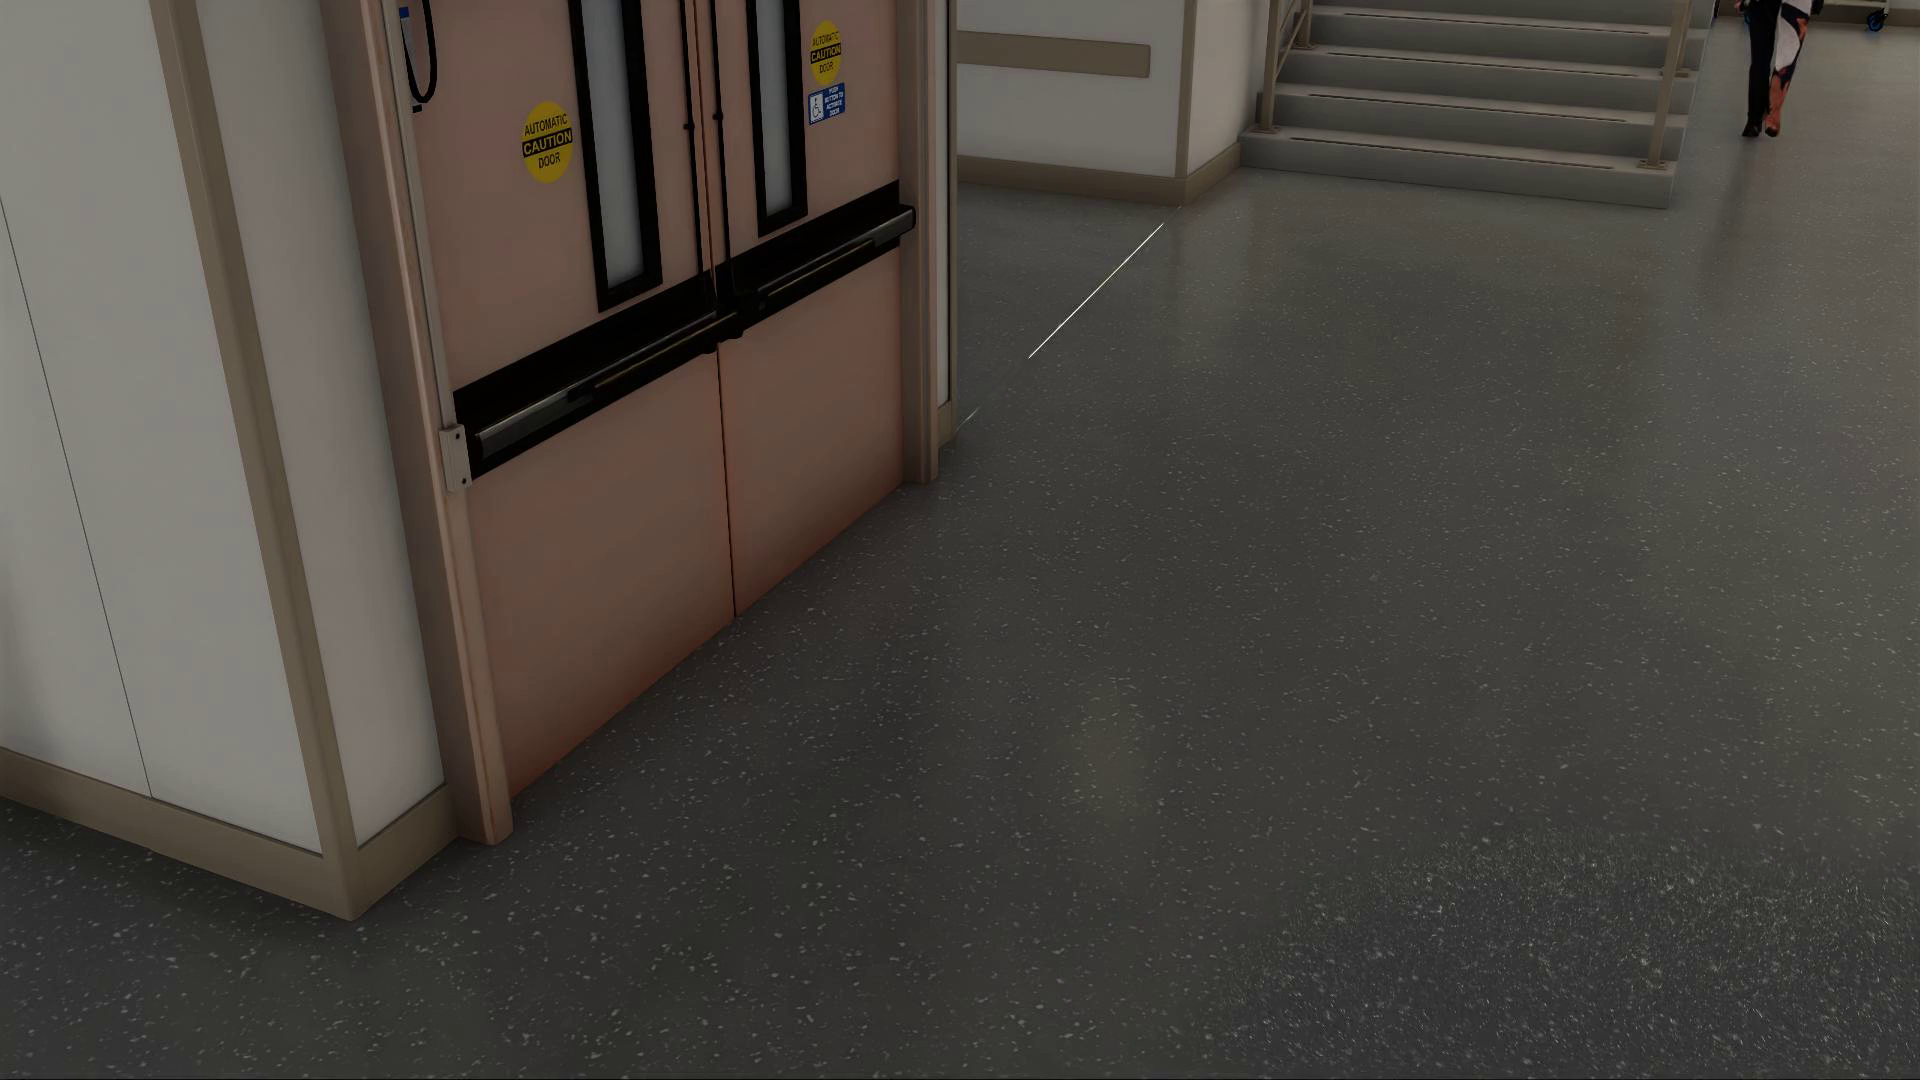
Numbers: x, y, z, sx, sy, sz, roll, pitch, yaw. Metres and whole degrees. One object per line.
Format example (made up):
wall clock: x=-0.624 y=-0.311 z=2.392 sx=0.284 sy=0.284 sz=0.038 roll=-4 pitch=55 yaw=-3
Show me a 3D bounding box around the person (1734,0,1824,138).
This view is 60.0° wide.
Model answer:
person: x=5.494 y=-3.643 z=11.098 sx=0.700 sy=1.877 sz=0.654 roll=13 pitch=29 yaw=25
